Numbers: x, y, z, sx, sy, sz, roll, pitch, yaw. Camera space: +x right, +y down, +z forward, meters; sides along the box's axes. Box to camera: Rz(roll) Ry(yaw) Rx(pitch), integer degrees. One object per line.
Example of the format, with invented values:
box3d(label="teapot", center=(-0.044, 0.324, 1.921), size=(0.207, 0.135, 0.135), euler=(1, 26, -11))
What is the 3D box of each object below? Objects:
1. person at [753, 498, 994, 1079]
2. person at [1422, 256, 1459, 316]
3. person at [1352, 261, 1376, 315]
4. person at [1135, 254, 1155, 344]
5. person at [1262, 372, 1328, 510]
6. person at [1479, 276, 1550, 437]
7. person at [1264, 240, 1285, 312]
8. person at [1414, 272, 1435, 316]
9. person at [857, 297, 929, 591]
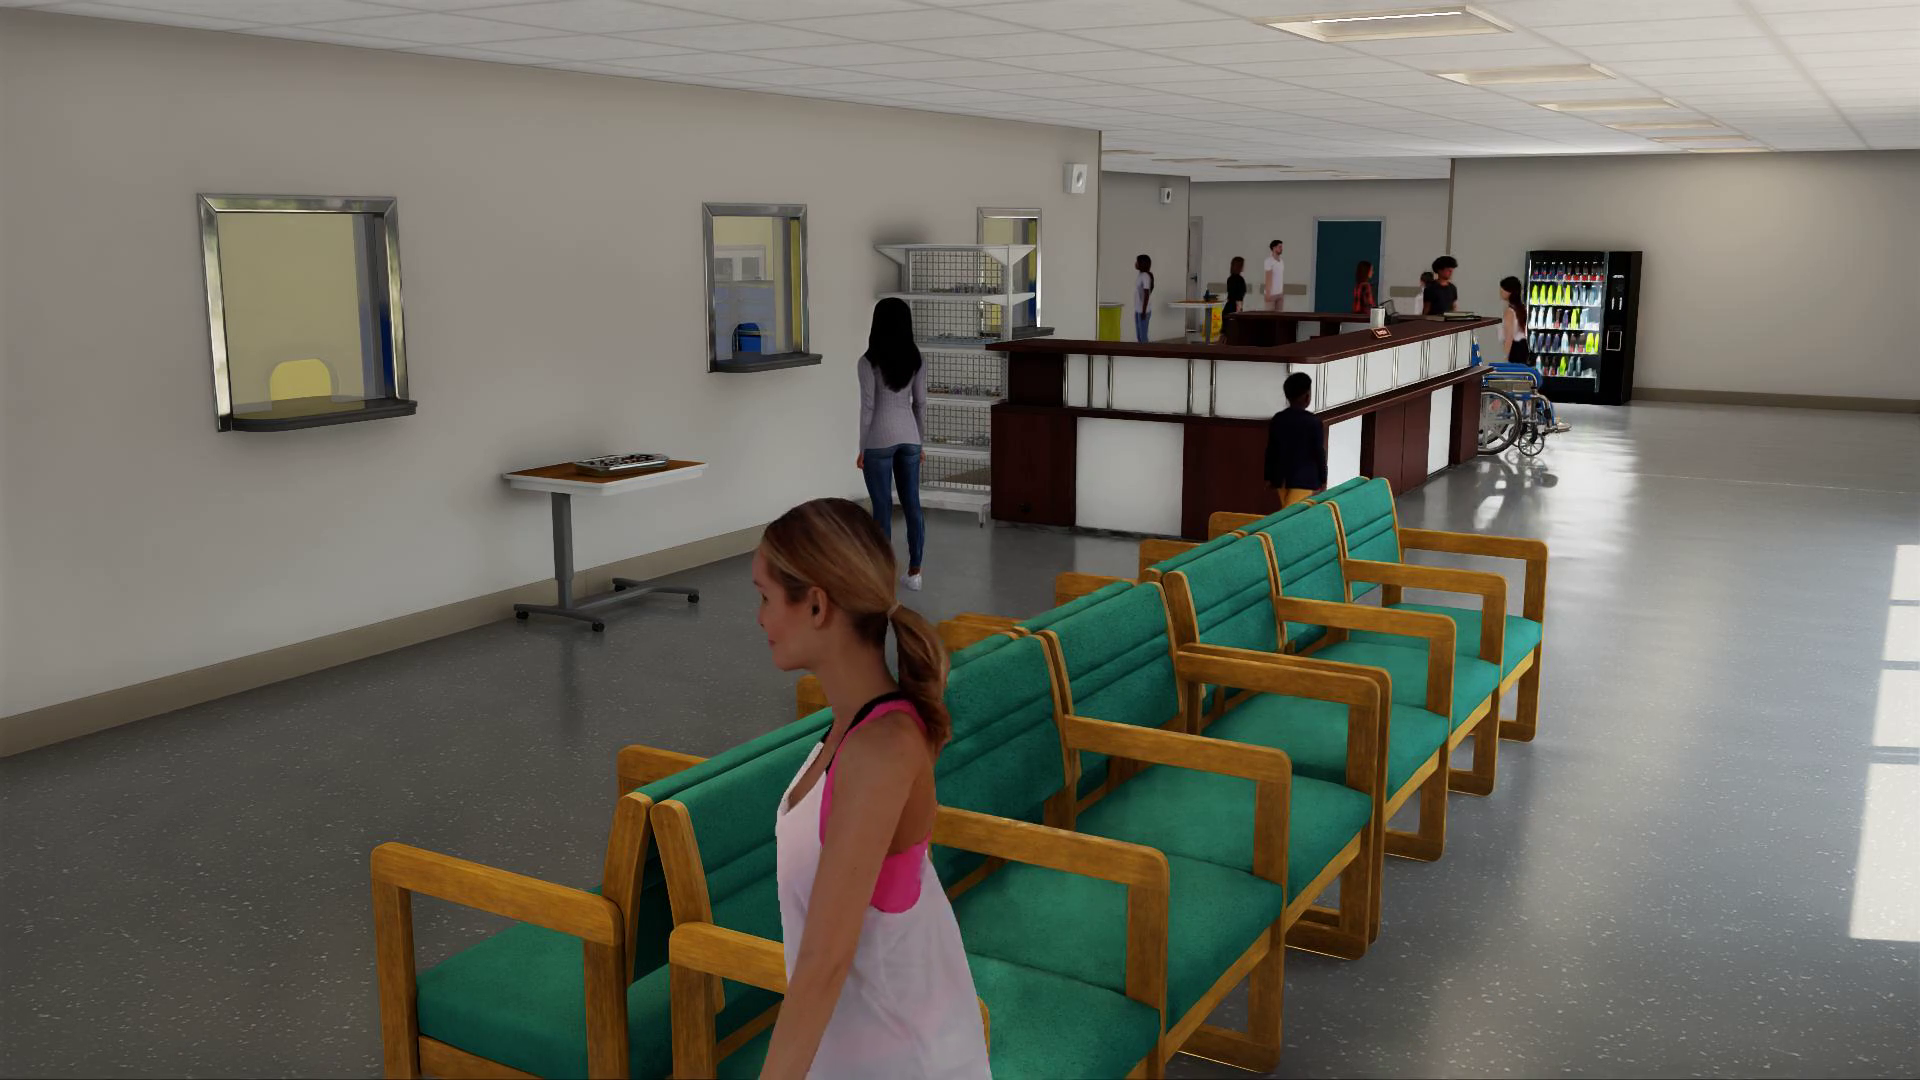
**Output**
box3d(label="person", center=(0.004, 0.828, 2.461), size=(1.115, 1.750, 1.010), euler=(-2, 11, -13))
box3d(label="person", center=(5.879, -2.633, 20.678), size=(0.826, 1.758, 0.926), euler=(-6, 12, -29))
box3d(label="person", center=(5.130, -2.716, 21.276), size=(0.744, 1.700, 0.700), euler=(-2, 11, -10))
box3d(label="person", center=(2.702, -3.353, 24.575), size=(0.689, 1.719, 0.663), euler=(-1, 11, -6))
box3d(label="person", center=(2.012, -0.373, 10.135), size=(0.851, 1.249, 0.676), euler=(9, 14, 39))
box3d(label="person", center=(5.613, -1.775, 16.569), size=(1.040, 1.605, 0.589), euler=(7, 13, 33))
box3d(label="person", center=(5.455, -4.325, 29.287), size=(0.857, 1.872, 1.113), euler=(-10, 15, -44))
box3d(label="person", center=(6.054, -2.673, 21.471), size=(0.832, 1.541, 0.879), euler=(-2, 11, -12))
box3d(label="person", center=(-0.392, -0.557, 9.799), size=(0.685, 1.736, 0.689), euler=(-6, 12, -30))
